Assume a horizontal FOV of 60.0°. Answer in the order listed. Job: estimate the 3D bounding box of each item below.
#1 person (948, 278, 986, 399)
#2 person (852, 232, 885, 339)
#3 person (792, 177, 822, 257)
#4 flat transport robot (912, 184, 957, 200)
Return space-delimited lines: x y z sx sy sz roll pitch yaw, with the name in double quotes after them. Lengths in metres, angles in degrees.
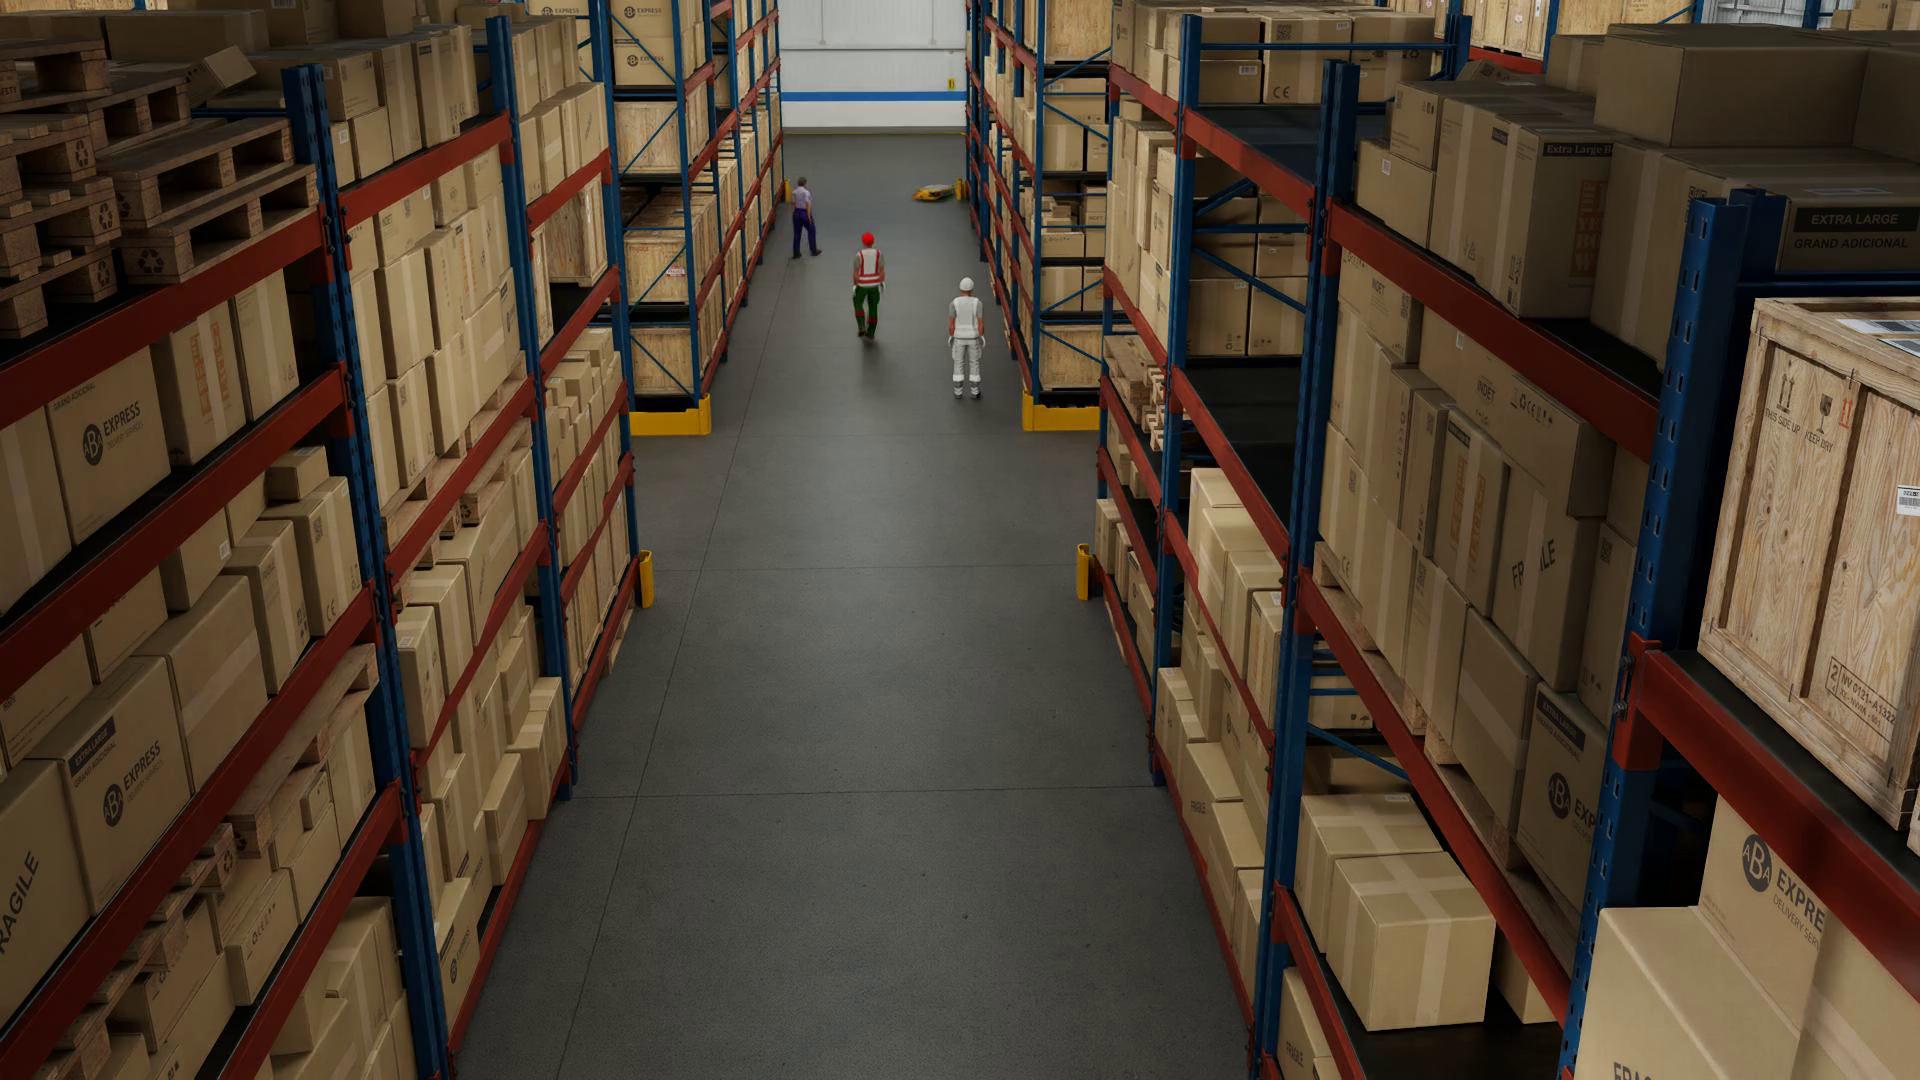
0.102 -2.973 24.424 0.548 1.794 0.379 0 20 1 "person"
-1.542 -4.279 27.893 0.577 1.790 0.451 -6 21 -15 "person"
-3.247 -6.757 34.724 0.511 1.635 0.690 10 23 26 "person"
-0.607 -8.895 42.565 0.659 0.259 1.431 10 23 25 "flat transport robot"
